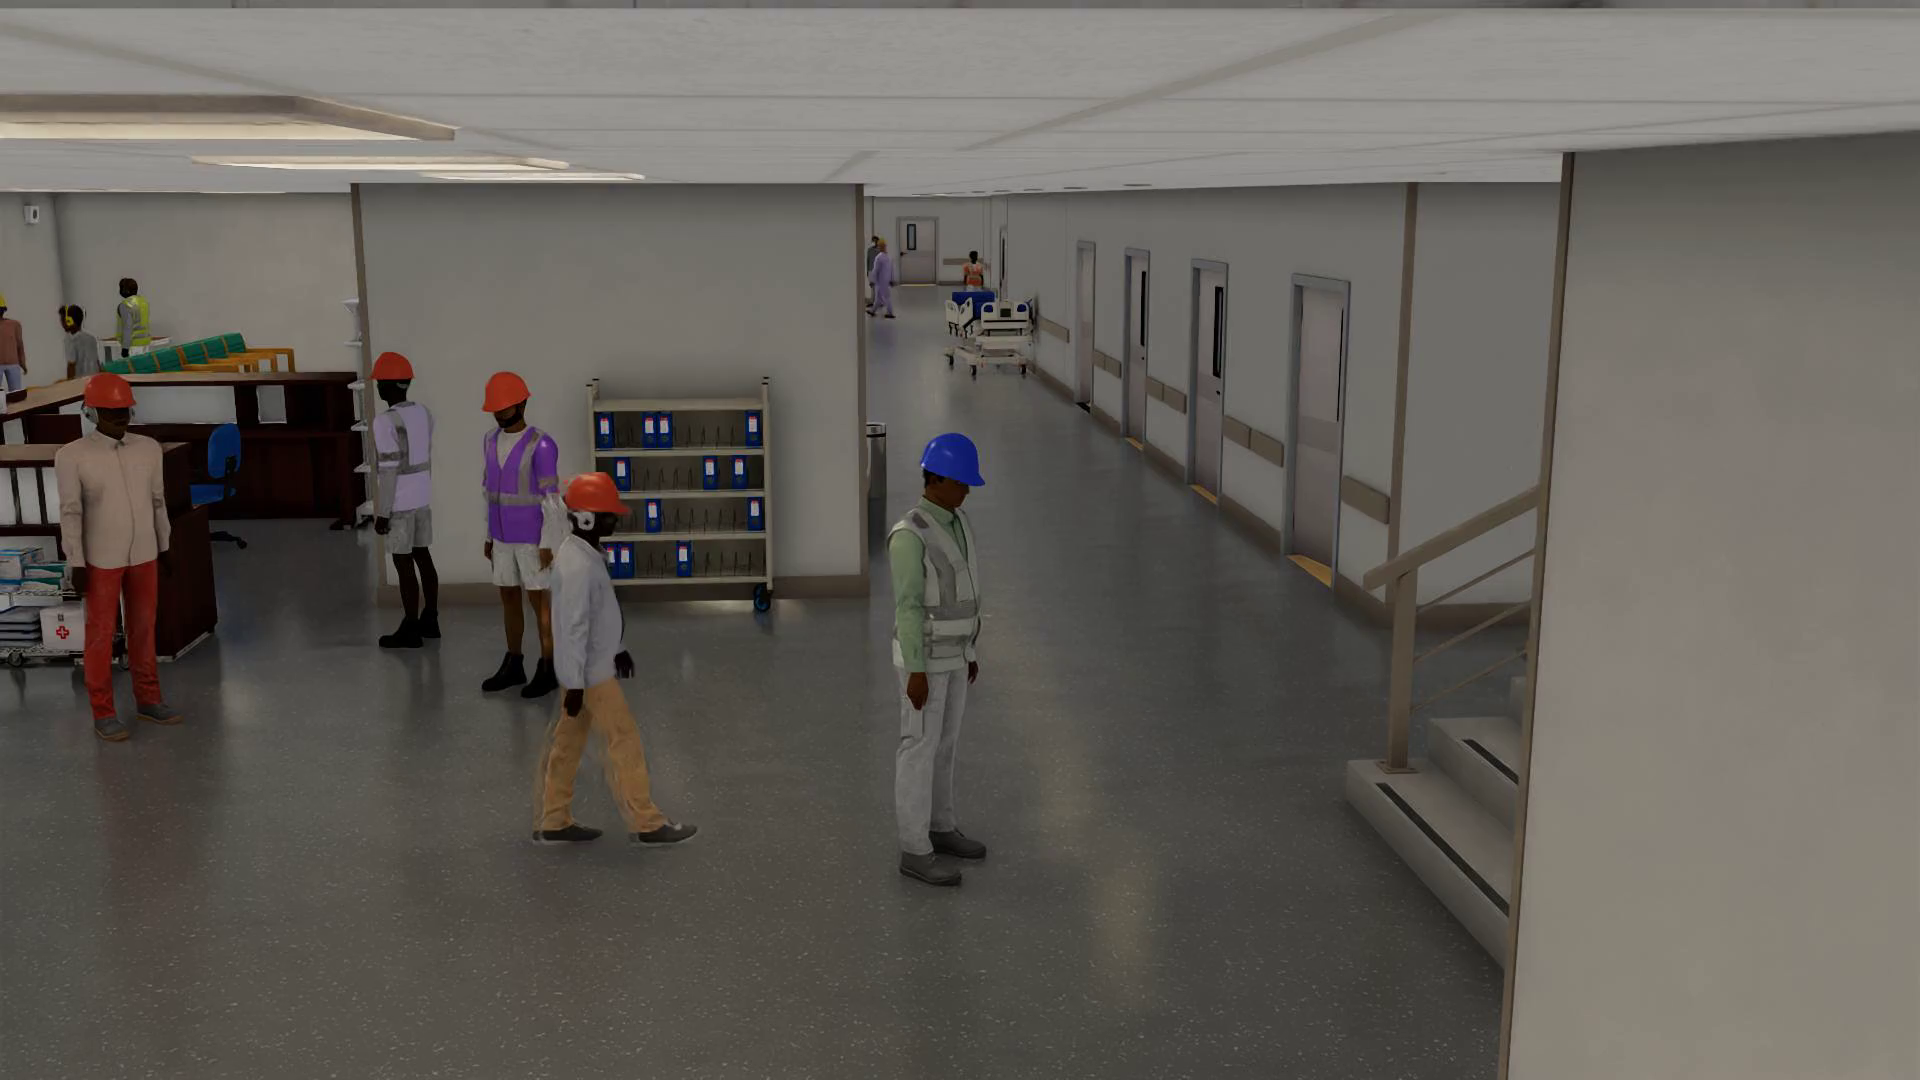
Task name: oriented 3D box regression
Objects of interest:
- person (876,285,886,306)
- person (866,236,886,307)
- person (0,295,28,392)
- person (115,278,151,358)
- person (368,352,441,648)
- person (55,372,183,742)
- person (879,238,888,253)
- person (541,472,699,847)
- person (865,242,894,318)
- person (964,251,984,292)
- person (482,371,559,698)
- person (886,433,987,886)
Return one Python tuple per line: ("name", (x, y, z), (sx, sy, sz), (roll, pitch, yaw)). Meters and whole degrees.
("person", (-2.204, -7.268, 45.905), (0.359, 1.621, 0.549), (-3, 12, -14))
("person", (-2.299, -7.312, 45.343), (0.628, 1.940, 0.373), (8, 14, 34))
("person", (-11.877, -2.173, 20.660), (0.312, 1.768, 0.530), (10, 15, 40))
("person", (-11.488, -2.715, 23.123), (0.429, 1.844, 0.625), (0, 12, -2))
("person", (-3.649, -0.259, 10.878), (0.354, 1.939, 0.544), (3, 12, 13))
("person", (-4.572, 0.080, 9.082), (0.394, 1.994, 0.612), (7, 13, 30))
("person", (-2.445, -8.577, 52.024), (0.307, 1.736, 0.484), (-8, 14, -36))
("person", (-1.552, 0.544, 7.483), (0.807, 1.717, 0.574), (-3, 12, -13))
("person", (-2.017, -6.477, 41.448), (0.976, 1.852, 0.676), (6, 13, 28))
("person", (0.303, -6.403, 41.582), (0.536, 1.665, 0.841), (-7, 13, -29))
("person", (-2.610, -0.031, 9.790), (0.542, 1.929, 0.369), (6, 13, 28))
("person", (-0.086, 0.498, 7.182), (0.402, 1.938, 0.604), (5, 13, 22))
